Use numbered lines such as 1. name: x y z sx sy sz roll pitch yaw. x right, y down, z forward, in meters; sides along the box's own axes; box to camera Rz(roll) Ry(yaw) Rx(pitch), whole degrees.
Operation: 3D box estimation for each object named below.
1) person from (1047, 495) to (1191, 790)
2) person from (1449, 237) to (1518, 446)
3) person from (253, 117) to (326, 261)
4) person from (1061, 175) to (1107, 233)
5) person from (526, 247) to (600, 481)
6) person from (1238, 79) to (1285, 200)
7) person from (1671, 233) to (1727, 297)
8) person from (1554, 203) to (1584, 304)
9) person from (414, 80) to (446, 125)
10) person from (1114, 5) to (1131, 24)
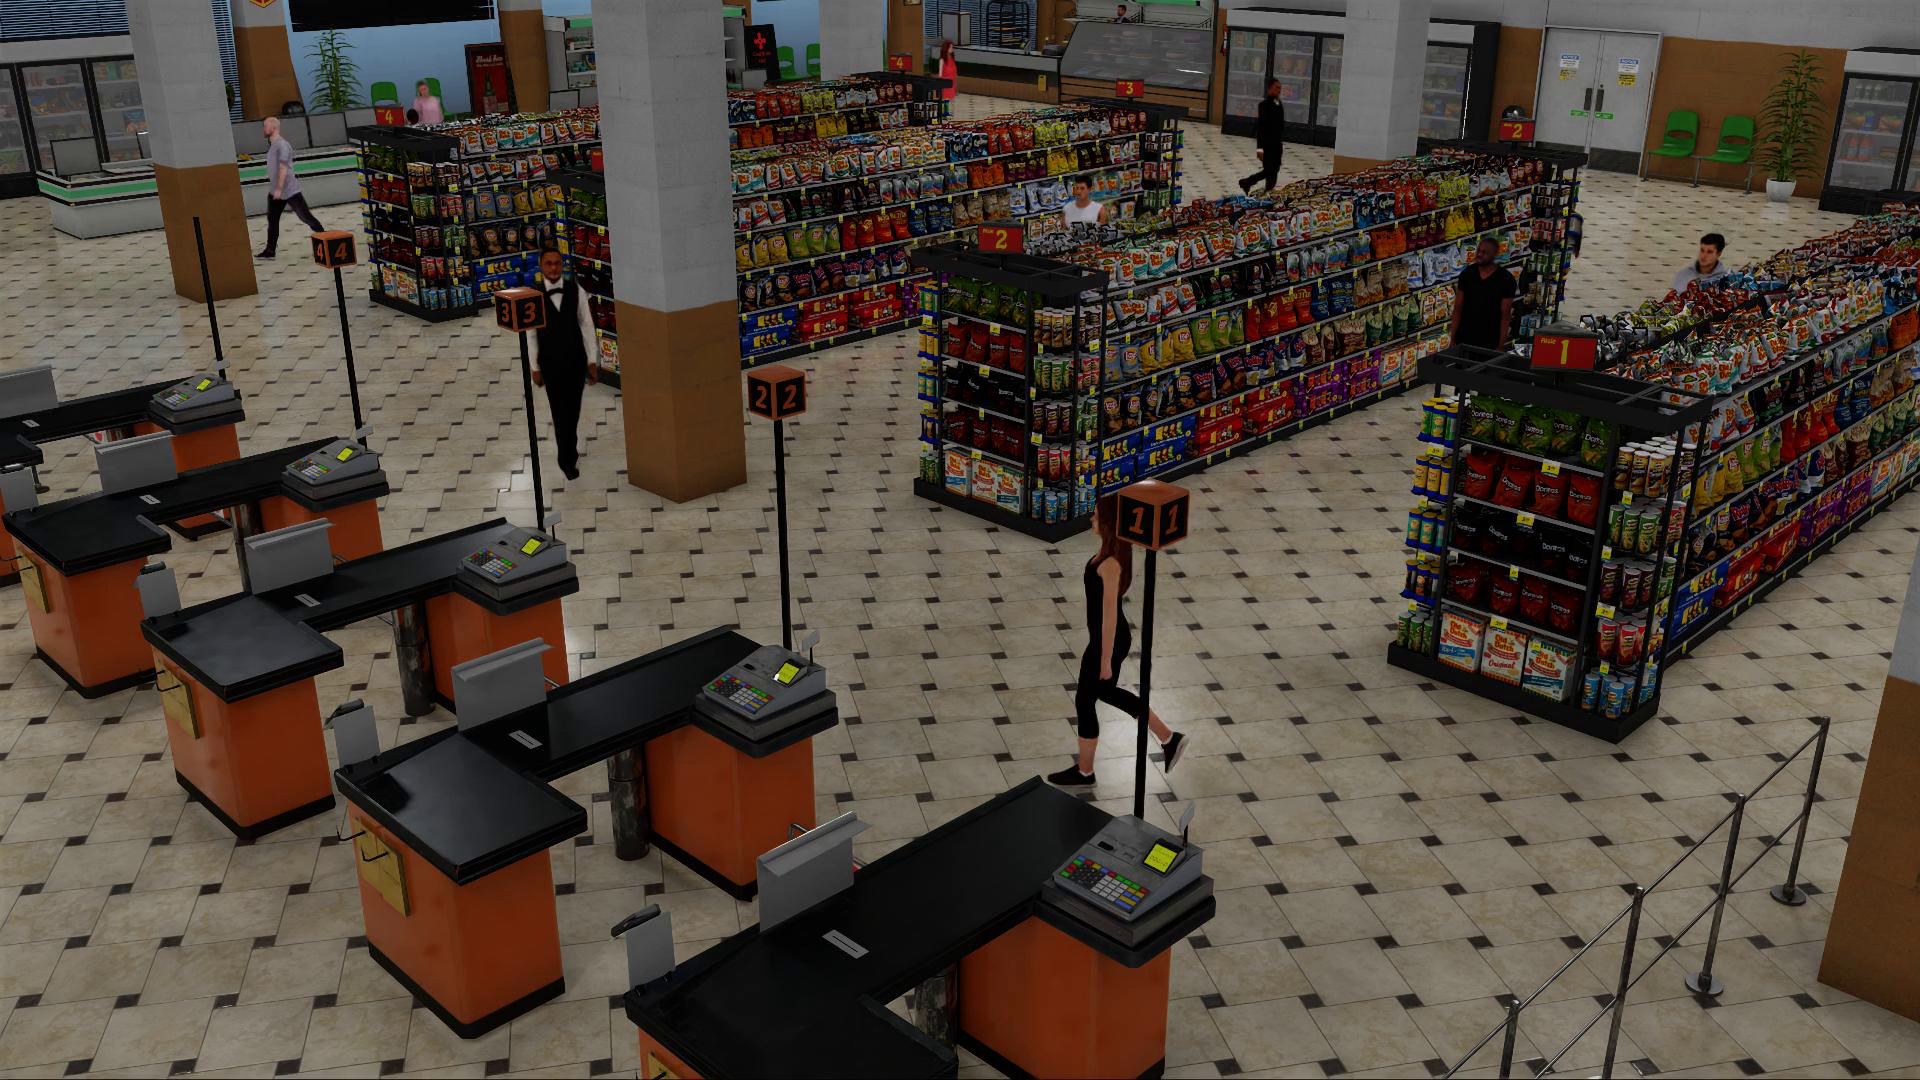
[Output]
1. person: 0.869 0.572 8.876 0.947 1.706 1.005 5 22 12
2. person: 4.522 -1.738 14.473 0.679 1.818 0.556 17 28 37
3. person: -8.538 -4.477 21.325 1.209 1.793 0.704 -18 28 -38
4. person: 1.345 -2.988 17.643 0.716 1.775 0.732 12 25 28
5. person: -3.280 -1.469 13.751 1.333 1.858 1.113 -9 23 -21
6. person: 4.508 -5.816 24.619 0.872 1.821 1.026 15 26 33
7. person: 6.291 -1.696 14.249 0.704 1.907 1.061 19 28 39
8. person: 7.041 -3.425 19.422 0.803 1.258 0.865 0 22 1
9. person: -8.449 -6.431 26.383 0.715 1.648 0.915 17 28 37
10. person: 3.719 -11.422 38.507 0.566 1.868 0.625 -20 29 -40
